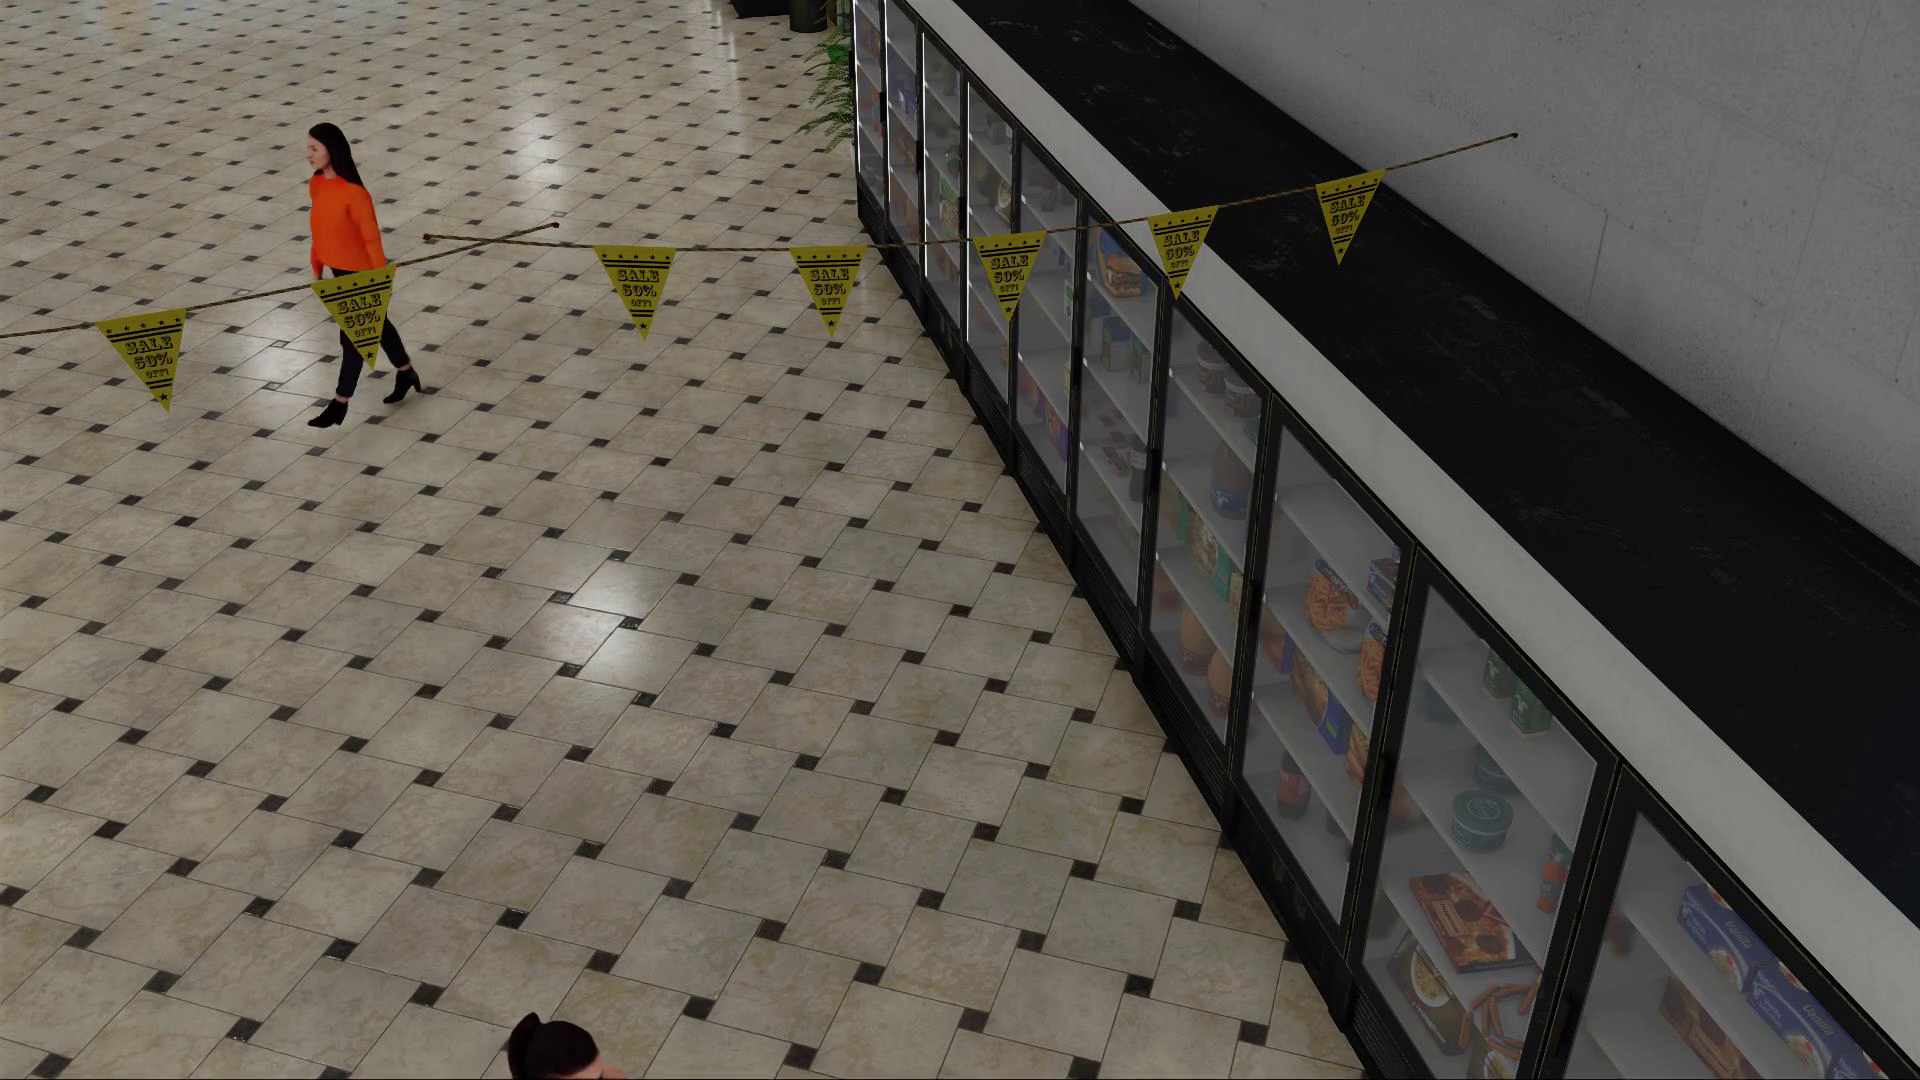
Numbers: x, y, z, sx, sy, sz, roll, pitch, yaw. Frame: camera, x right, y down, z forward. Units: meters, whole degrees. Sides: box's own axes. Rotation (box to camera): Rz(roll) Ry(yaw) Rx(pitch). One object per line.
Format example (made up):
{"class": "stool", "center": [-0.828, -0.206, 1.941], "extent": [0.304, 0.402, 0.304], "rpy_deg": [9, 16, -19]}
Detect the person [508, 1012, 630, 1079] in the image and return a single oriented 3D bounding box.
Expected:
{"class": "person", "center": [-0.926, 1.797, 4.239], "extent": [0.706, 1.608, 0.641], "rpy_deg": [18, 36, 27]}

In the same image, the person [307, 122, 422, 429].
{"class": "person", "center": [-3.367, -1.529, 9.481], "extent": [0.983, 1.717, 1.125], "rpy_deg": [24, 39, 33]}
